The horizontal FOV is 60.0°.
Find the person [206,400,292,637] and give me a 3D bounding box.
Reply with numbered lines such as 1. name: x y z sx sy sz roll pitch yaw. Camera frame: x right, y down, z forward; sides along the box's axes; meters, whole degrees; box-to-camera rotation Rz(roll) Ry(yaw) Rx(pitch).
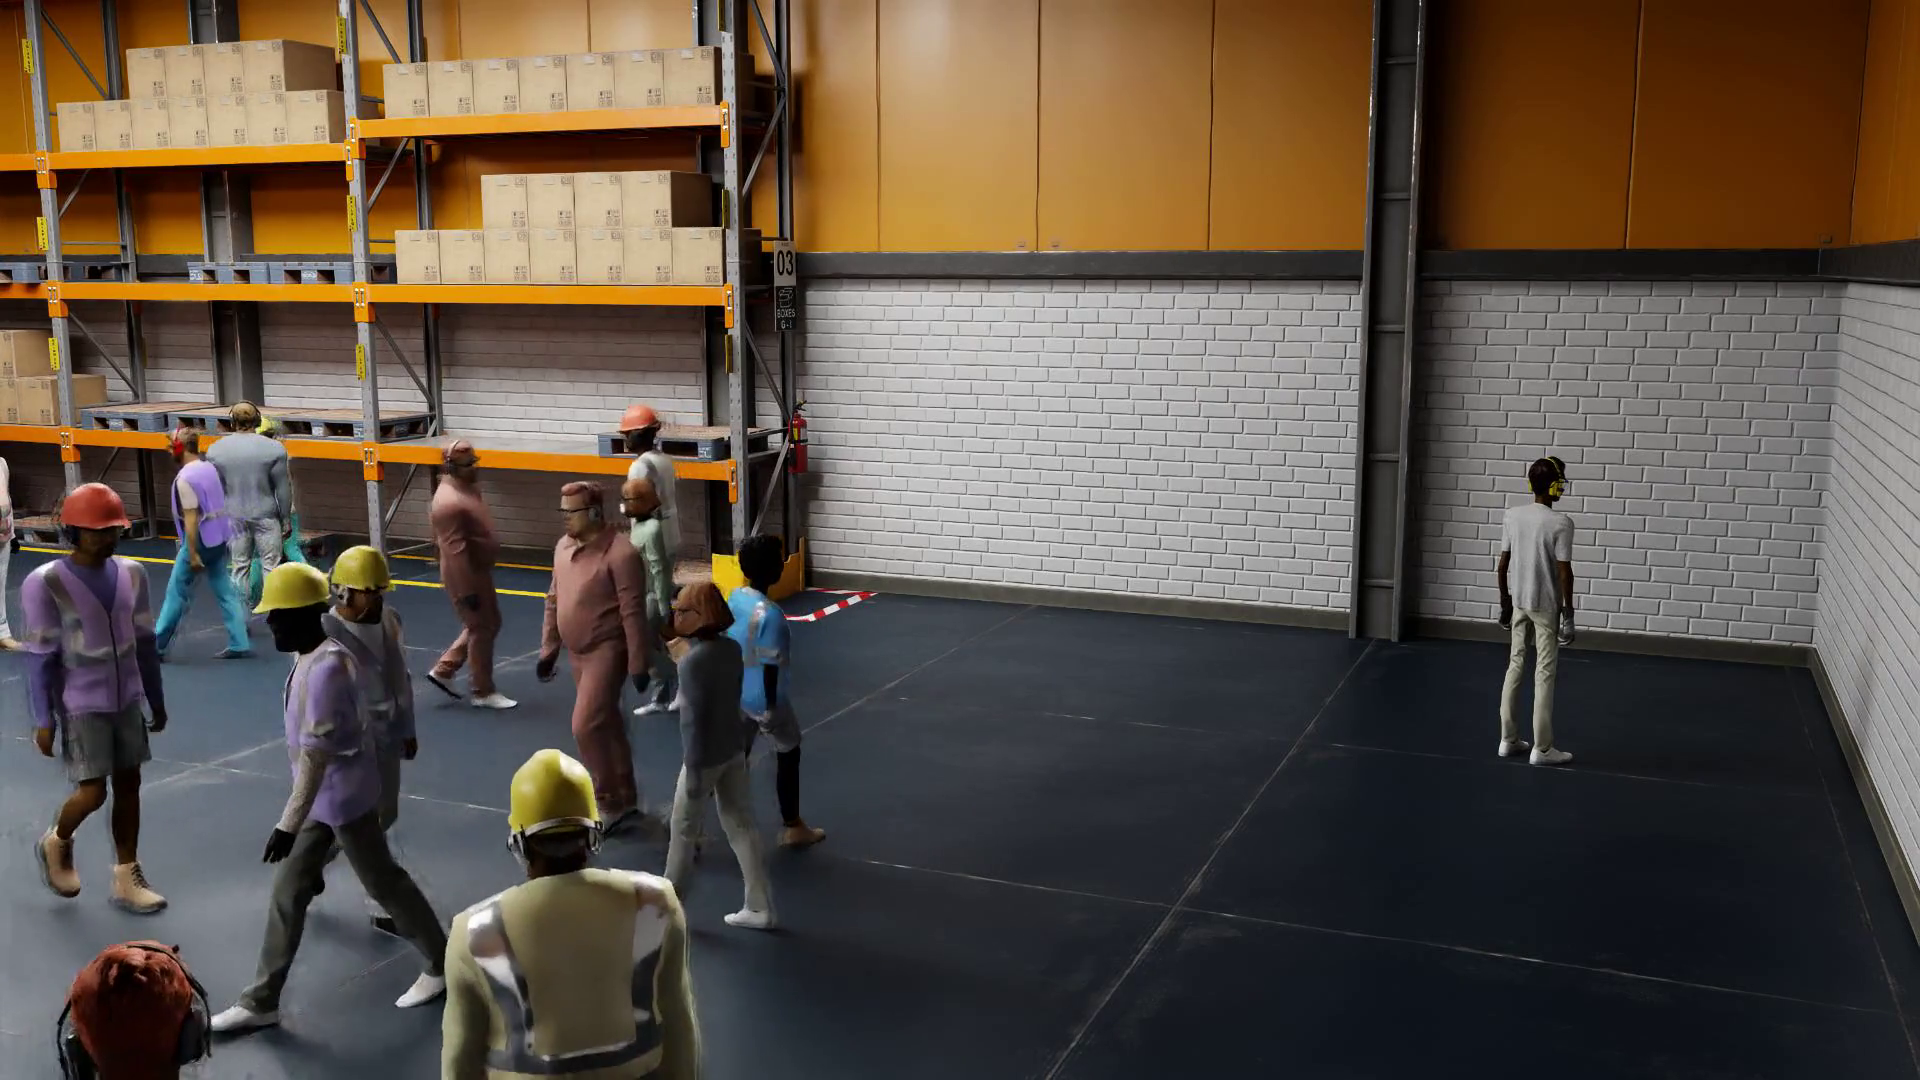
1. person: -5.714 -0.163 13.441 0.629 1.940 0.372 -2 9 -9

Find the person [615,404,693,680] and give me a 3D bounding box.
1. person: -2.191 0.042 11.930 0.545 2.025 0.627 2 10 13

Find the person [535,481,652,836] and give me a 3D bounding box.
1. person: -1.975 0.625 8.841 0.650 1.882 0.645 -8 12 -41

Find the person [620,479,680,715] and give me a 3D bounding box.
1. person: -2.044 0.394 11.036 0.385 1.612 0.551 -4 10 -24

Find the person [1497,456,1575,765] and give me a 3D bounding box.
1. person: 3.507 0.423 10.095 0.313 1.869 0.539 -6 11 -34

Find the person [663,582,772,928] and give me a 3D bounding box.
1. person: -1.161 0.979 7.530 0.710 1.597 0.520 4 10 24

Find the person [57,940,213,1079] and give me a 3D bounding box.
1. person: -1.392 1.598 3.029 0.596 1.848 0.901 -3 10 -16

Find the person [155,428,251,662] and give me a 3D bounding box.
1. person: -5.883 0.049 12.620 0.931 1.790 0.555 0 9 2

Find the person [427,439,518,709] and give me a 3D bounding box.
1. person: -3.314 0.240 11.204 0.576 1.876 0.684 -1 9 -6

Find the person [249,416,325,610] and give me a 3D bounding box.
1. person: -5.957 -0.224 14.467 0.902 1.726 0.543 3 10 20

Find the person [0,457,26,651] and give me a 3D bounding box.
1. person: -7.529 -0.011 12.808 0.429 1.845 0.621 3 10 18

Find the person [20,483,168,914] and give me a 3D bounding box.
1. person: -4.014 0.738 7.709 0.556 2.030 0.639 5 10 26

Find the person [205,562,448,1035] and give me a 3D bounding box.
1. person: -2.486 1.006 6.590 1.026 1.870 0.598 -6 11 -33

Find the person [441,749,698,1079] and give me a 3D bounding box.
1. person: -0.982 1.420 4.199 0.623 1.817 0.434 -4 10 -23

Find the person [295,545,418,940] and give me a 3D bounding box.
1. person: -2.760 0.892 7.485 0.757 1.797 0.630 4 10 21

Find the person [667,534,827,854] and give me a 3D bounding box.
1. person: -1.094 0.795 8.462 0.773 1.669 0.533 -7 12 -36
